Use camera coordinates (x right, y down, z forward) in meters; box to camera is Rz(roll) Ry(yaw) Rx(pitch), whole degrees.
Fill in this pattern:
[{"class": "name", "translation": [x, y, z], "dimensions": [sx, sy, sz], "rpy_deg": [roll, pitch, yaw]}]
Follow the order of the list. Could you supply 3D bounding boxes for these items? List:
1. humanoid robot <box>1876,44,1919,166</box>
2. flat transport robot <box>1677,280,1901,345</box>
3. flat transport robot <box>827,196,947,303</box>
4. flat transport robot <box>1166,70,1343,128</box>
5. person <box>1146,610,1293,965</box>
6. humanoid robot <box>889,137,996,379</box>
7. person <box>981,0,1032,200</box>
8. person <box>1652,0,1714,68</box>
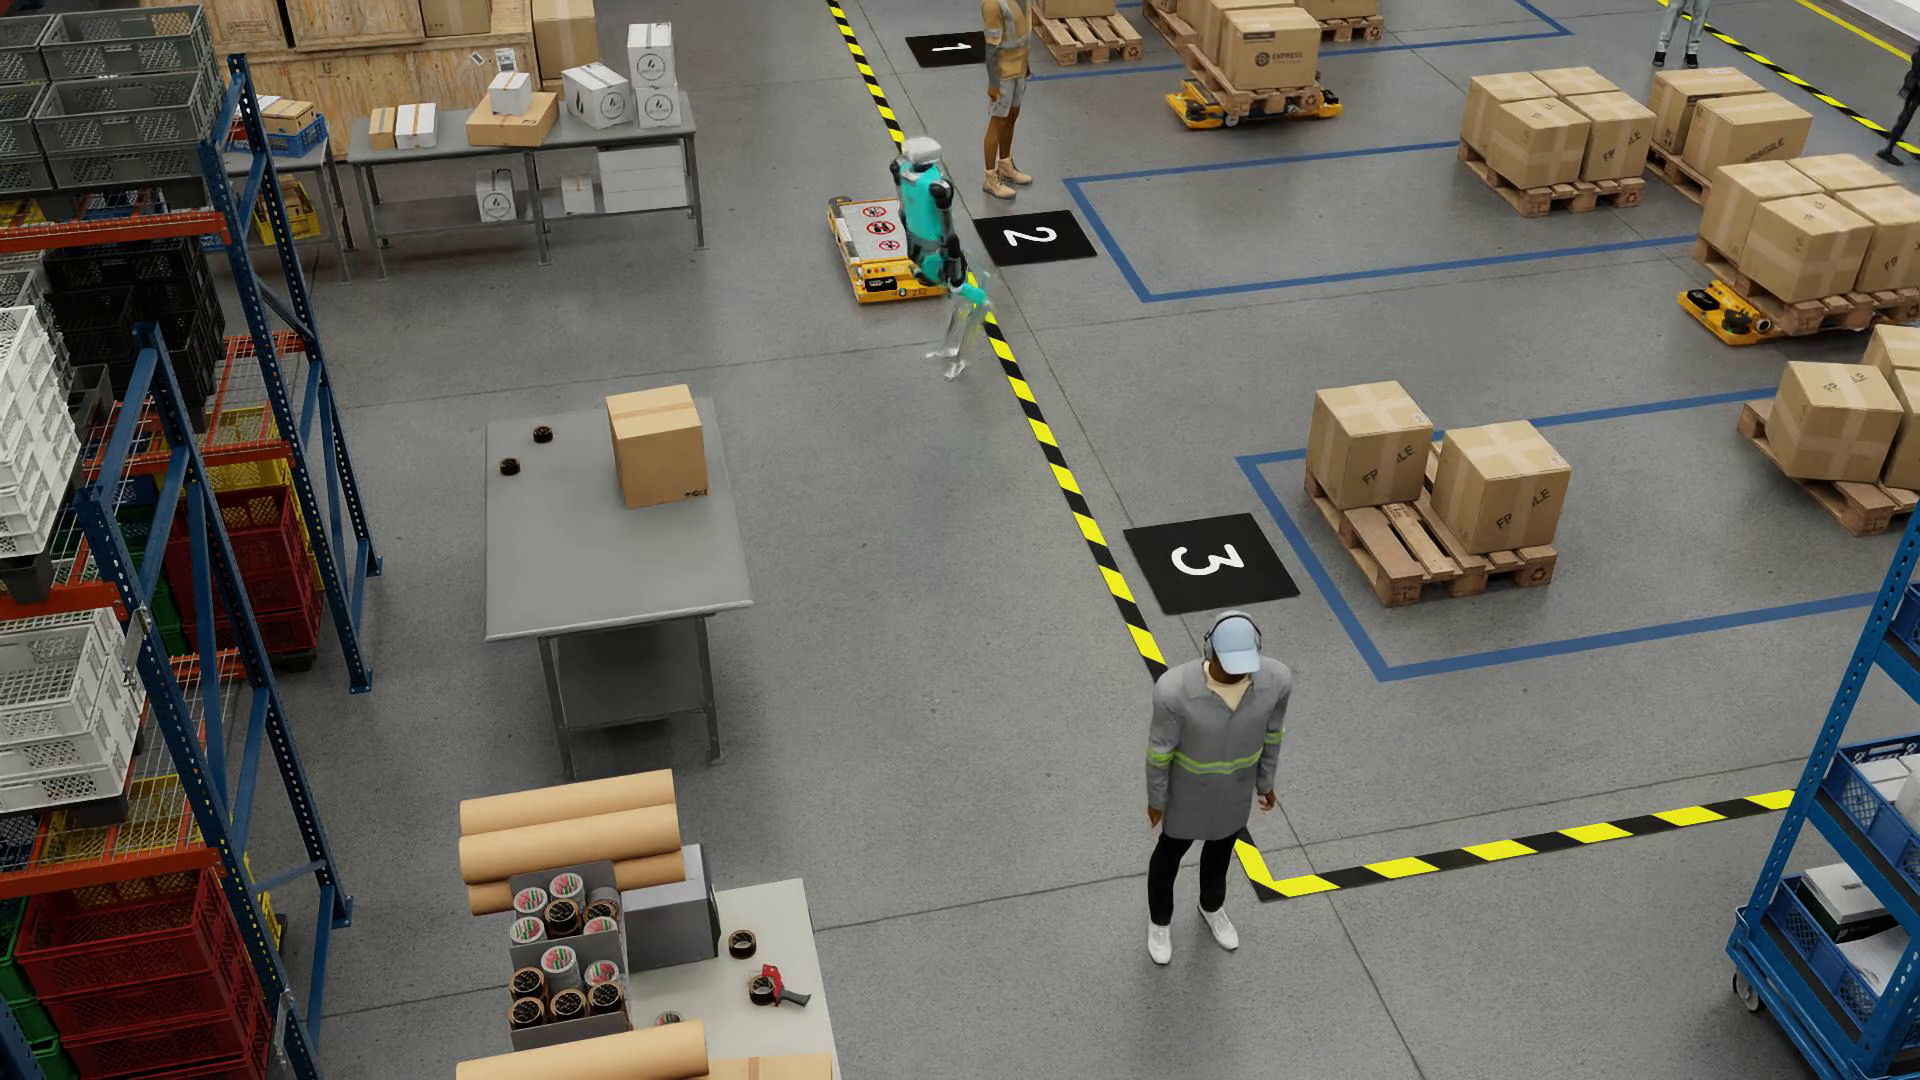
[{"class": "humanoid robot", "translation": [7.948, -3.826, 13.520], "dimensions": [0.616, 1.641, 0.457], "rpy_deg": [-14, 39, -18]}, {"class": "flat transport robot", "translation": [5.934, -1.700, 11.815], "dimensions": [1.431, 0.197, 0.652], "rpy_deg": [-8, 37, -10]}, {"class": "flat transport robot", "translation": [-0.570, -2.220, 12.538], "dimensions": [0.659, 0.231, 1.431], "rpy_deg": [-8, 37, -10]}, {"class": "flat transport robot", "translation": [2.623, -3.945, 14.832], "dimensions": [1.431, 0.197, 0.652], "rpy_deg": [-8, 37, -10]}, {"class": "person", "translation": [1.046, 1.021, 6.854], "dimensions": [0.589, 1.852, 0.397], "rpy_deg": [-7, 37, -9]}, {"class": "humanoid robot", "translation": [-0.033, -1.829, 10.789], "dimensions": [0.809, 1.769, 0.559], "rpy_deg": [-26, 44, -31]}, {"class": "person", "translation": [0.407, -3.700, 13.043], "dimensions": [0.385, 2.039, 0.612], "rpy_deg": [18, 40, 23]}, {"class": "person", "translation": [6.835, -5.277, 15.335], "dimensions": [0.599, 1.830, 0.404], "rpy_deg": [7, 37, 10]}]
